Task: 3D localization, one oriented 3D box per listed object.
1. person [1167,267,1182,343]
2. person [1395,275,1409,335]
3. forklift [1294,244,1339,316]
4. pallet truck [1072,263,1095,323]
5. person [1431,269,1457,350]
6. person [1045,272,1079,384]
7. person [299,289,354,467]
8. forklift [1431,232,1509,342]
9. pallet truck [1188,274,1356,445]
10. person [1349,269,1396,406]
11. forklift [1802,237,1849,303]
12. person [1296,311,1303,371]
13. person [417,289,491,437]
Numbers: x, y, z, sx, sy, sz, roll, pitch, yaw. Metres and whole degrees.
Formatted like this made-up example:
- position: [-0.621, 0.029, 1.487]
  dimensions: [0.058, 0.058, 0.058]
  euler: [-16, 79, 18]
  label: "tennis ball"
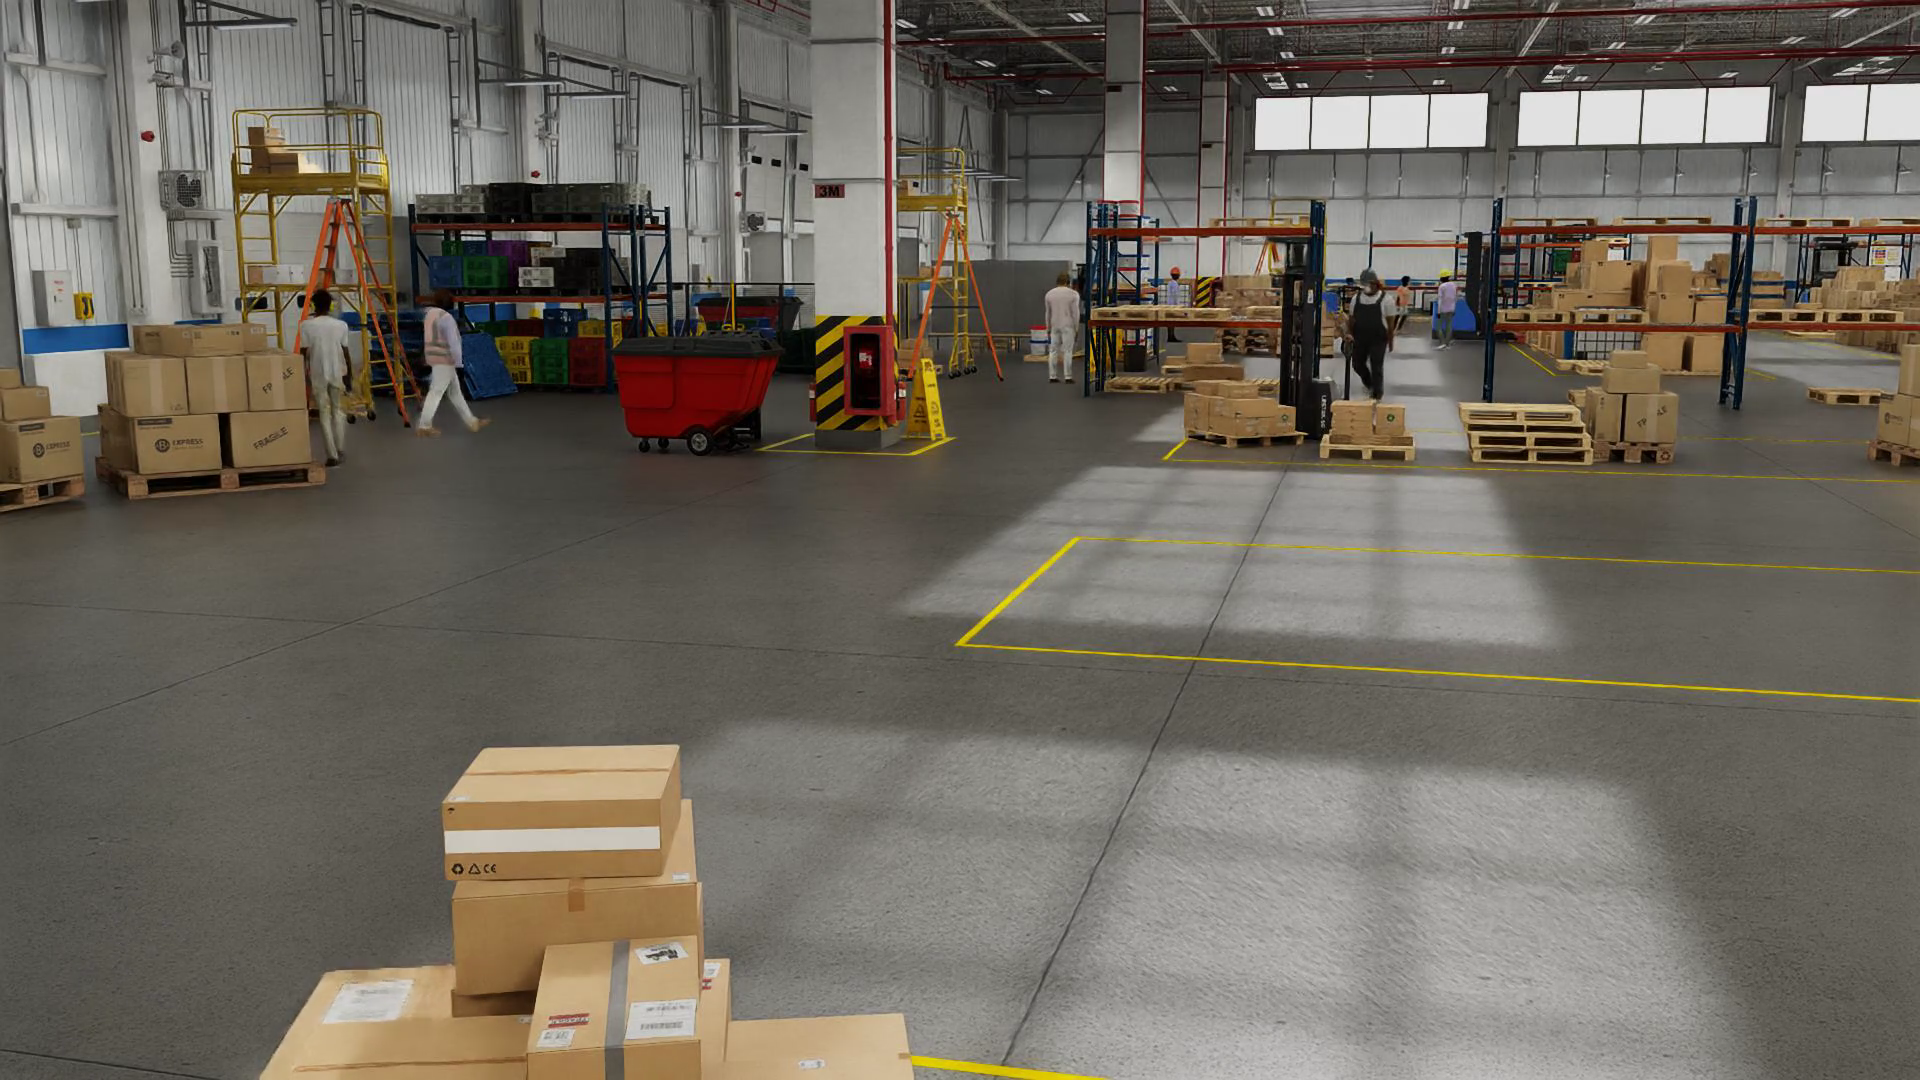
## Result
- position: [5.499, -6.035, 42.697]
  dimensions: [0.347, 1.943, 0.544]
  euler: [-1, 10, -9]
  label: "person"
- position: [12.405, -6.581, 46.700]
  dimensions: [0.368, 1.680, 0.557]
  euler: [9, 13, 44]
  label: "person"
- position: [10.663, -7.952, 51.223]
  dimensions: [1.873, 2.768, 1.129]
  euler: [-4, 11, -25]
  label: "forklift"
- position: [4.325, -8.180, 55.162]
  dimensions: [0.823, 1.965, 1.885]
  euler: [6, 11, 31]
  label: "pallet truck"
- position: [11.448, -5.427, 39.234]
  dimensions: [0.671, 1.908, 0.484]
  euler: [-5, 11, -27]
  label: "person"
- position: [1.764, -3.650, 28.697]
  dimensions: [0.631, 1.931, 0.365]
  euler: [5, 11, 26]
  label: "person"
- position: [-6.675, -1.687, 17.396]
  dimensions: [0.514, 1.848, 0.712]
  euler: [-7, 12, -38]
  label: "person"
- position: [13.183, -6.527, 42.836]
  dimensions: [1.873, 2.768, 1.129]
  euler: [2, 10, 14]
  label: "forklift"
- position: [3.653, -2.138, 19.590]
  dimensions: [1.885, 1.965, 0.823]
  euler: [-4, 10, -20]
  label: "pallet truck"
- position: [6.067, -2.995, 24.509]
  dimensions: [0.736, 2.000, 0.647]
  euler: [7, 12, 35]
  label: "person"
- position: [27.372, -8.164, 52.473]
  dimensions: [1.129, 2.768, 1.873]
  euler: [2, 10, 14]
  label: "forklift"
- position: [6.632, -4.097, 31.900]
  dimensions: [0.321, 1.736, 0.488]
  euler: [6, 11, 32]
  label: "person"
- position: [-6.243, -2.165, 20.342]
  dimensions: [0.978, 1.789, 0.651]
  euler: [-7, 12, -36]
  label: "person"
